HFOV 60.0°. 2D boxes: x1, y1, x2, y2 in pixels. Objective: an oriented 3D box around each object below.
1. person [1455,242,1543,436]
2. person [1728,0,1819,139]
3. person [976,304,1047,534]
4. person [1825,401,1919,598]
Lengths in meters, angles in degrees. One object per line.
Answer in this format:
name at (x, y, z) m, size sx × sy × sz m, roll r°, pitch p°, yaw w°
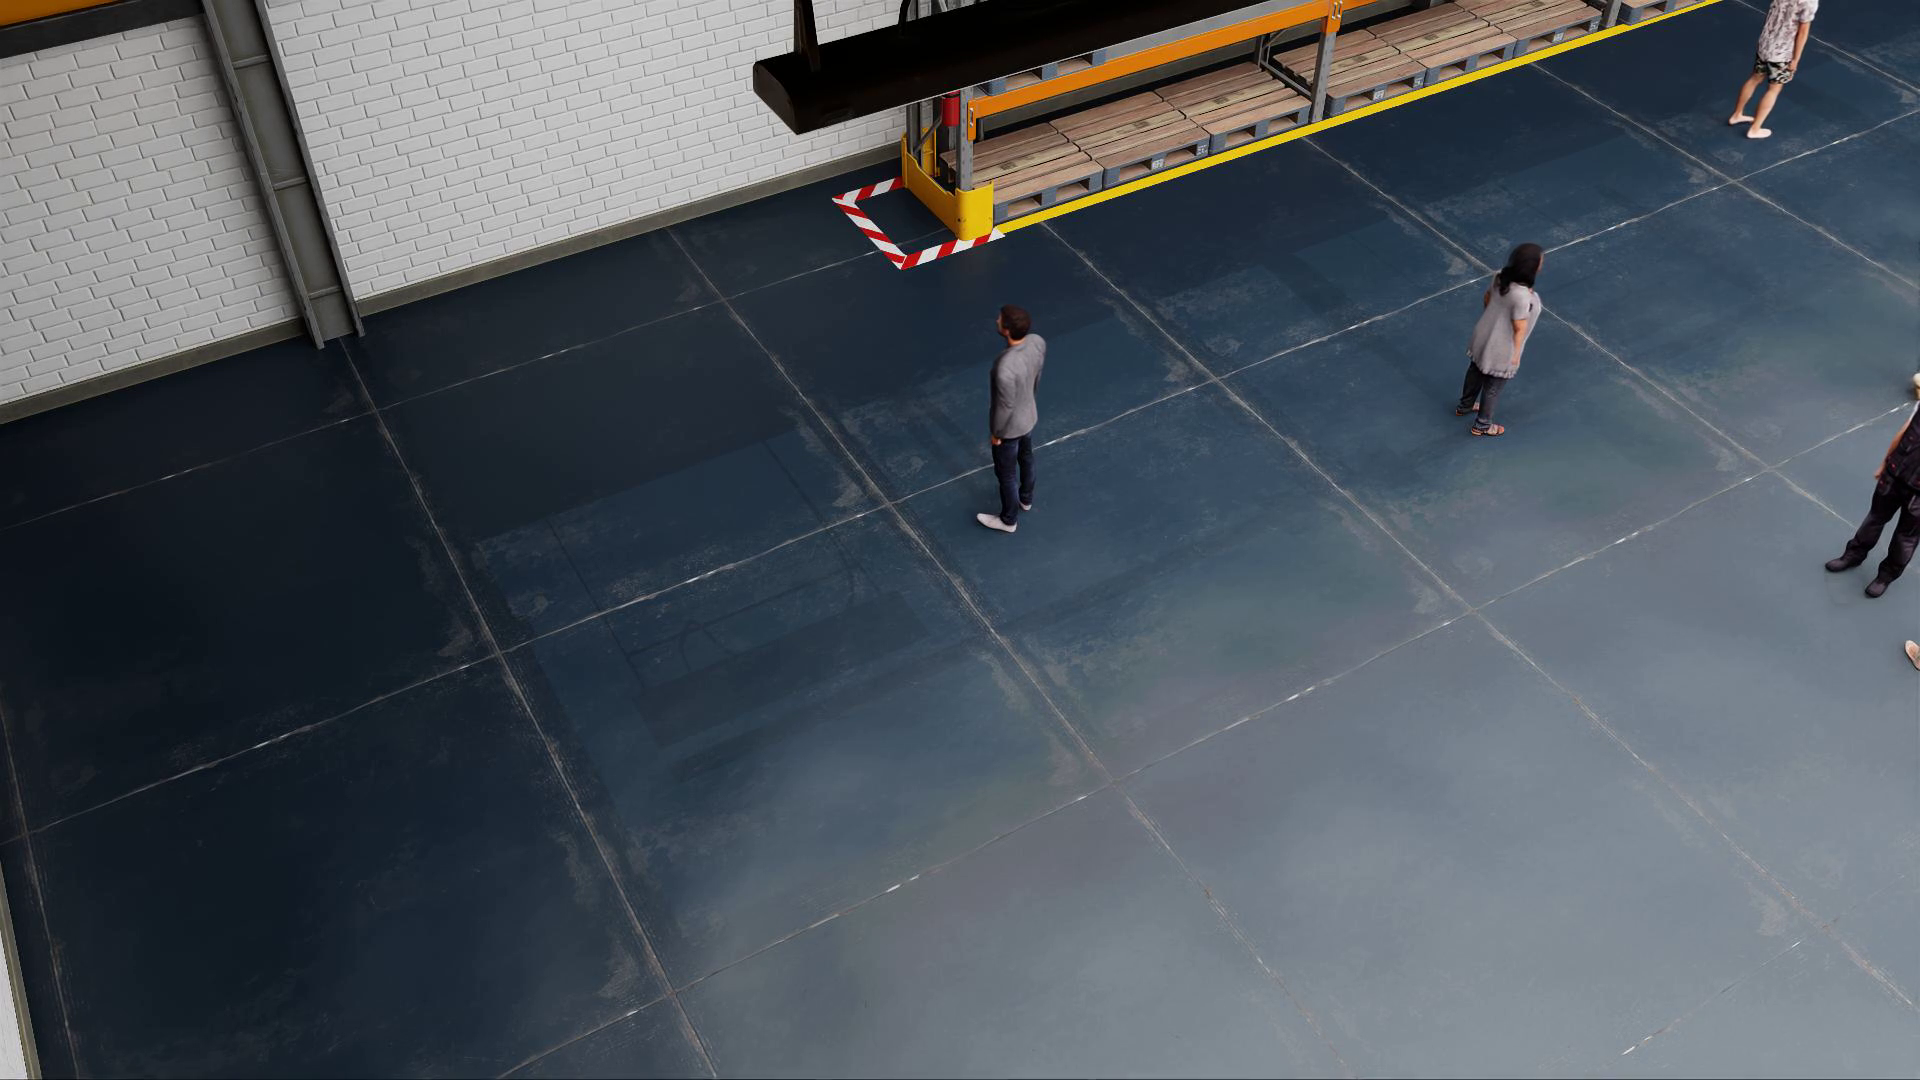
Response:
person at (4.059, -1.528, 12.511) m, size 0.731 × 1.610 × 0.699 m, roll -11°, pitch 45°, yaw -11°
person at (7.709, -4.669, 15.665) m, size 0.625 × 1.808 × 0.715 m, roll -15°, pitch 46°, yaw -15°
person at (0.374, -0.856, 11.614) m, size 0.840 × 1.874 × 0.723 m, roll 22°, pitch 48°, yaw 21°
person at (6.426, -0.408, 11.162) m, size 0.556 × 1.849 × 0.640 m, roll -23°, pitch 48°, yaw -22°
